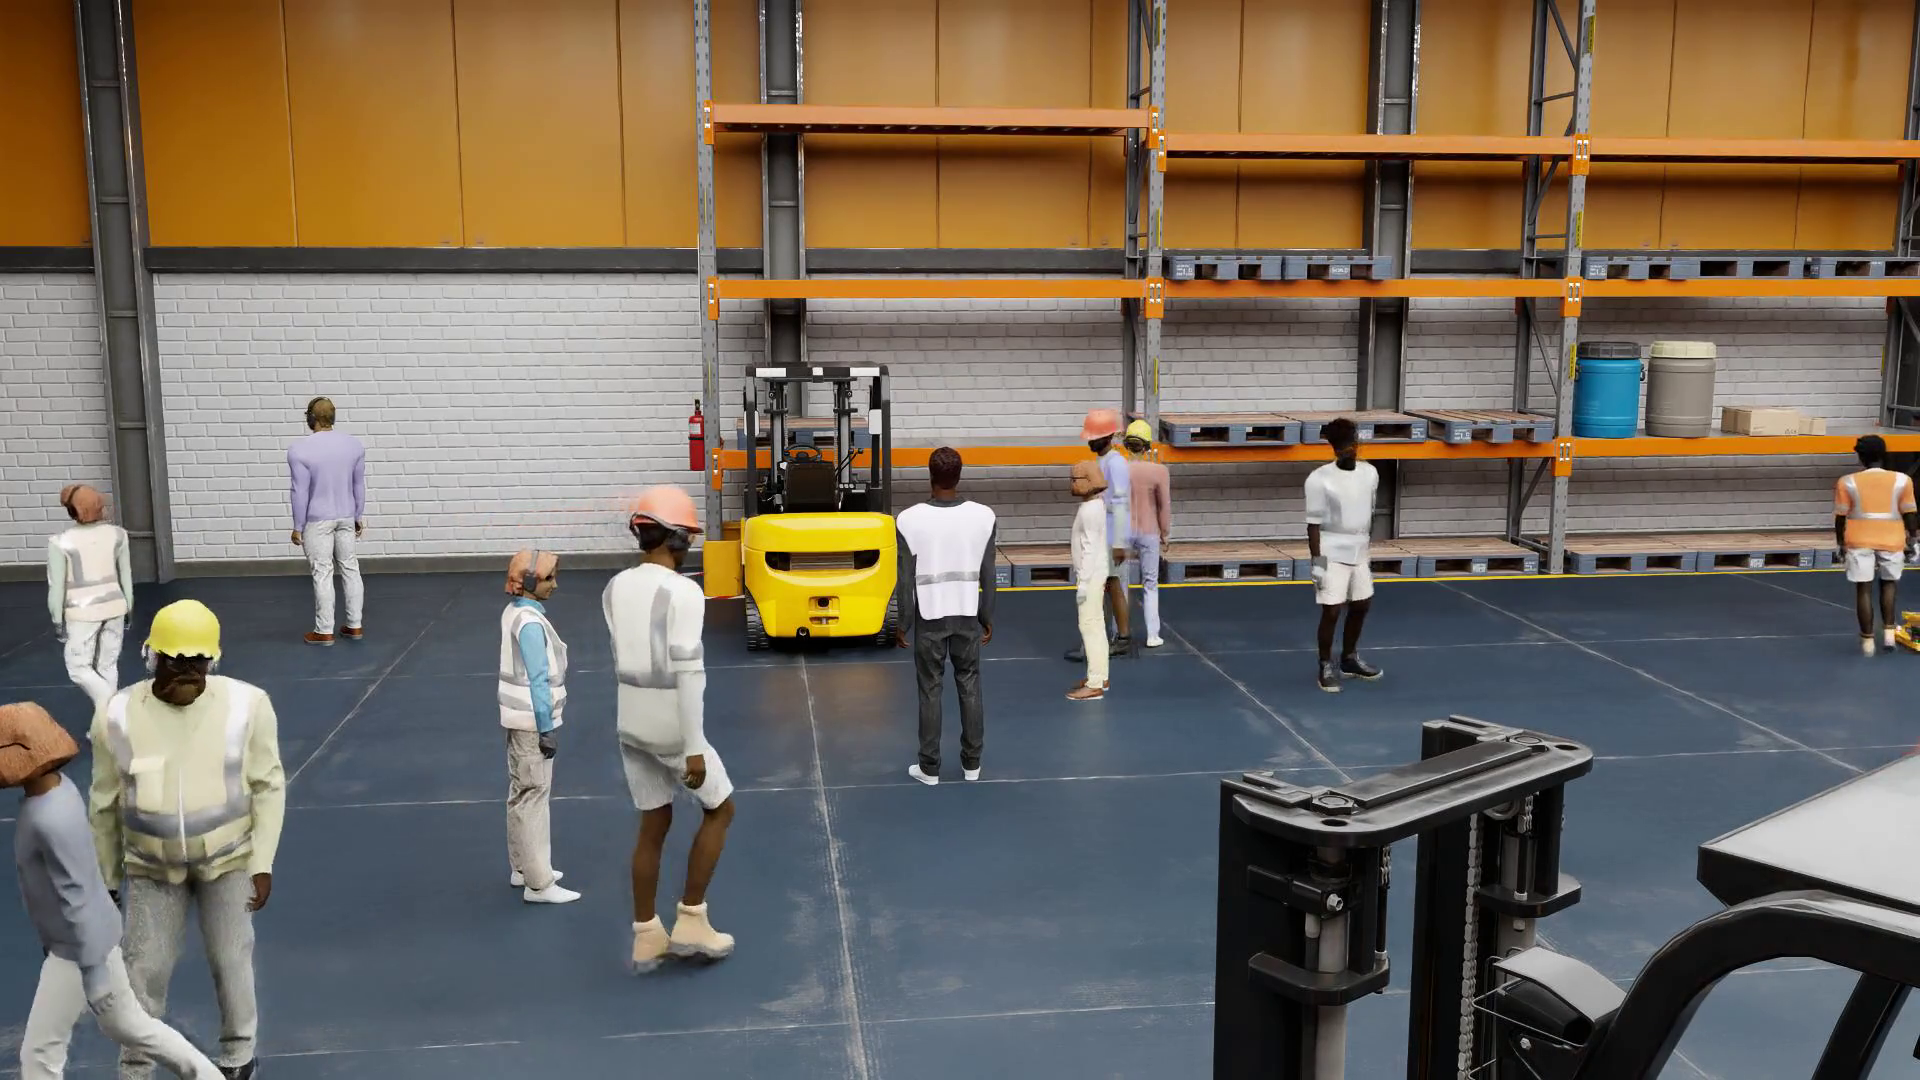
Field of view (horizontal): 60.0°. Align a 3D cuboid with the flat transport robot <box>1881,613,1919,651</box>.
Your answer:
[{"bbox_3d":[7.966,0.716,12.759,1.431,0.197,0.652,1,9,7],"label":"flat transport robot"}]

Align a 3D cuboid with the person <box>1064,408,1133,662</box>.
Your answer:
[{"bbox_3d":[0.998,-0.026,12.313,0.703,1.897,0.611,-1,9,-5],"label":"person"}]

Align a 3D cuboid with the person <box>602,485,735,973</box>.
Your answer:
[{"bbox_3d":[-1.202,0.780,6.933,0.639,2.011,0.587,8,12,42],"label":"person"}]

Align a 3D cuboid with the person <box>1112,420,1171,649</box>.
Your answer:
[{"bbox_3d":[1.360,-0.043,12.845,0.533,1.767,0.326,2,9,10],"label":"person"}]

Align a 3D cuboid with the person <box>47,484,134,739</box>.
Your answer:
[{"bbox_3d":[-5.206,0.470,10.073,0.581,1.628,0.514,6,11,32],"label":"person"}]

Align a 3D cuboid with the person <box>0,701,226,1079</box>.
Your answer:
[{"bbox_3d":[-2.724,1.268,5.225,0.850,1.584,0.543,-5,10,-29],"label":"person"}]

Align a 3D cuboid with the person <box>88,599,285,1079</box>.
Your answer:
[{"bbox_3d":[-2.624,1.095,5.657,0.626,1.801,0.458,-3,10,-17],"label":"person"}]

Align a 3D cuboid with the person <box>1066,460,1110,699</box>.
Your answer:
[{"bbox_3d":[0.878,0.271,11.335,0.291,1.623,0.523,2,9,12],"label":"person"}]

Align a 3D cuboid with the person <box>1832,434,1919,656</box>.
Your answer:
[{"bbox_3d":[6.940,0.038,12.625,0.598,1.661,0.496,4,10,23],"label":"person"}]

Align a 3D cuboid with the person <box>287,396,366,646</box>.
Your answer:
[{"bbox_3d":[-4.926,-0.149,12.970,0.370,1.940,0.630,7,11,36],"label":"person"}]

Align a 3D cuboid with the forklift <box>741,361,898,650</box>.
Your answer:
[{"bbox_3d":[-1.154,-0.340,13.365,1.214,2.155,2.313,-1,9,-7],"label":"forklift"}]

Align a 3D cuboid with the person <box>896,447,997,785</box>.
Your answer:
[{"bbox_3d":[-0.078,0.433,9.402,0.592,1.919,0.392,-3,10,-17],"label":"person"}]

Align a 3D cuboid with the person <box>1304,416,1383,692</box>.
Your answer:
[{"bbox_3d":[2.643,0.097,11.486,0.699,1.922,0.468,-5,10,-29],"label":"person"}]

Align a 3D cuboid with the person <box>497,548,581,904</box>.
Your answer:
[{"bbox_3d":[-1.964,0.850,7.667,0.311,1.639,0.513,-4,10,-25],"label":"person"}]

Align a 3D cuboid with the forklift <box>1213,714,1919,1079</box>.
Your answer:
[{"bbox_3d":[1.441,1.425,2.350,1.214,2.155,2.313,-7,12,-39],"label":"forklift"}]
